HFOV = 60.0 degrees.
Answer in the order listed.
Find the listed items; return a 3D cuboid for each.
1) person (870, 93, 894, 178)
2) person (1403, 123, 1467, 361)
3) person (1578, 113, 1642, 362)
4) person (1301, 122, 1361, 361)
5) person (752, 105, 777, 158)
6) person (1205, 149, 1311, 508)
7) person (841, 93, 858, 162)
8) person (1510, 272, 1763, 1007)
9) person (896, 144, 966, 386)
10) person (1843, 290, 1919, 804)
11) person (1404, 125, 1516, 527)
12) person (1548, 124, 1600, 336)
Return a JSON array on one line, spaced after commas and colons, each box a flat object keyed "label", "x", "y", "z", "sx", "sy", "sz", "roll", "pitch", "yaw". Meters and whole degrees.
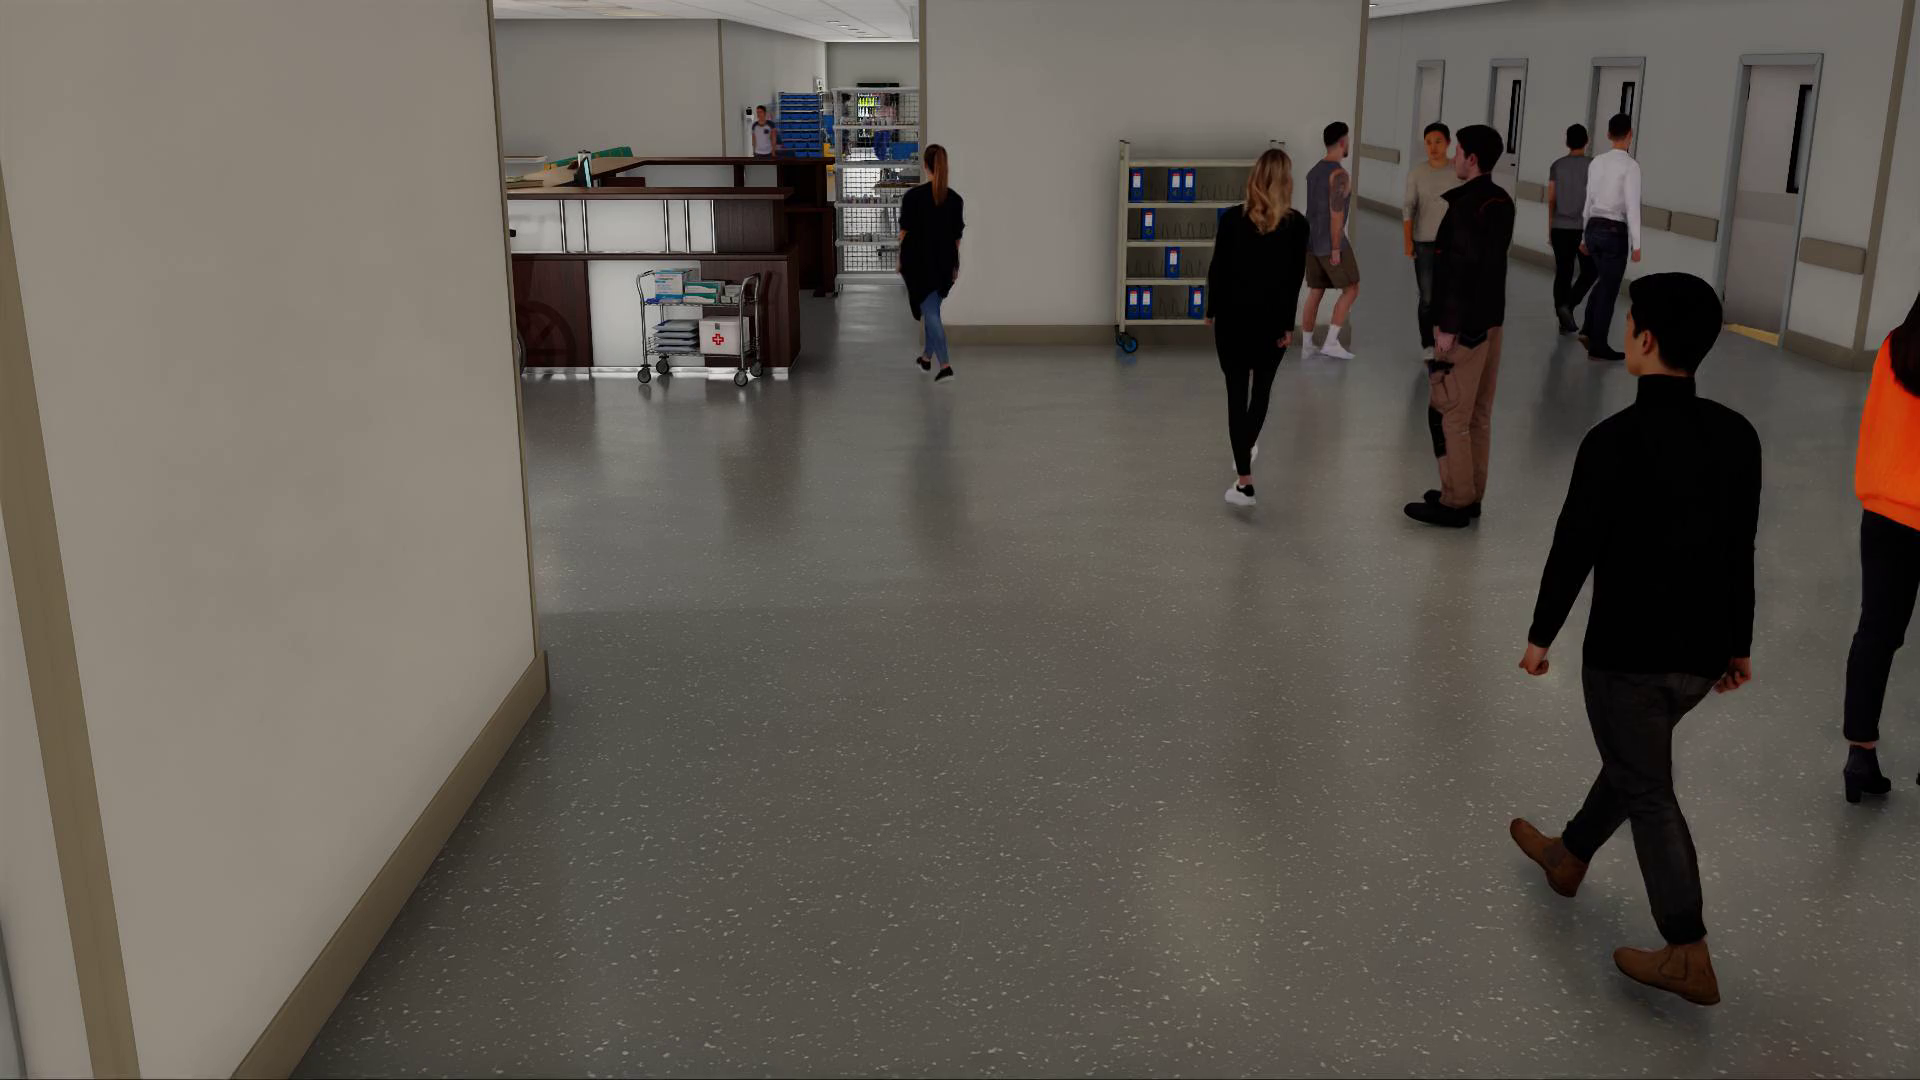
[{"label": "person", "x": -1.631, "y": -8.434, "z": 34.649, "sx": 0.991, "sy": 1.753, "sz": 0.852, "roll": 3, "pitch": 16, "yaw": 12}, {"label": "person", "x": 3.630, "y": -2.264, "z": 12.711, "sx": 0.666, "sy": 1.784, "sz": 0.801, "roll": 2, "pitch": 16, "yaw": 7}, {"label": "person", "x": 4.896, "y": -2.319, "z": 12.768, "sx": 0.796, "sy": 1.857, "sz": 0.799, "roll": -5, "pitch": 17, "yaw": -18}, {"label": "person", "x": 2.756, "y": -2.268, "z": 12.795, "sx": 0.751, "sy": 1.823, "sz": 0.727, "roll": -7, "pitch": 17, "yaw": -24}, {"label": "person", "x": -3.238, "y": -6.437, "z": 27.877, "sx": 0.937, "sy": 1.584, "sz": 0.734, "roll": 2, "pitch": 16, "yaw": 8}, {"label": "person", "x": 1.470, "y": -0.999, "z": 8.319, "sx": 1.156, "sy": 1.732, "sz": 0.750, "roll": 1, "pitch": 16, "yaw": 2}, {"label": "person", "x": -2.775, "y": -9.750, "z": 39.427, "sx": 0.917, "sy": 1.695, "sz": 0.844, "roll": -13, "pitch": 20, "yaw": -38}, {"label": "person", "x": 1.686, "y": 0.264, "z": 3.930, "sx": 1.113, "sy": 1.681, "sz": 0.987, "roll": -6, "pitch": 17, "yaw": -21}, {"label": "person", "x": -0.178, "y": -1.872, "z": 11.578, "sx": 1.142, "sy": 1.643, "sz": 0.959, "roll": -6, "pitch": 17, "yaw": -19}, {"label": "person", "x": 2.799, "y": -0.034, "z": 4.892, "sx": 0.865, "sy": 1.734, "sz": 0.799, "roll": -10, "pitch": 19, "yaw": -32}, {"label": "person", "x": 2.473, "y": -1.035, "z": 8.091, "sx": 0.821, "sy": 1.925, "sz": 0.794, "roll": 12, "pitch": 20, "yaw": 36}, {"label": "person", "x": 5.085, "y": -2.567, "z": 13.870, "sx": 0.930, "sy": 1.738, "sz": 0.871, "roll": -15, "pitch": 22, "yaw": -42}]
